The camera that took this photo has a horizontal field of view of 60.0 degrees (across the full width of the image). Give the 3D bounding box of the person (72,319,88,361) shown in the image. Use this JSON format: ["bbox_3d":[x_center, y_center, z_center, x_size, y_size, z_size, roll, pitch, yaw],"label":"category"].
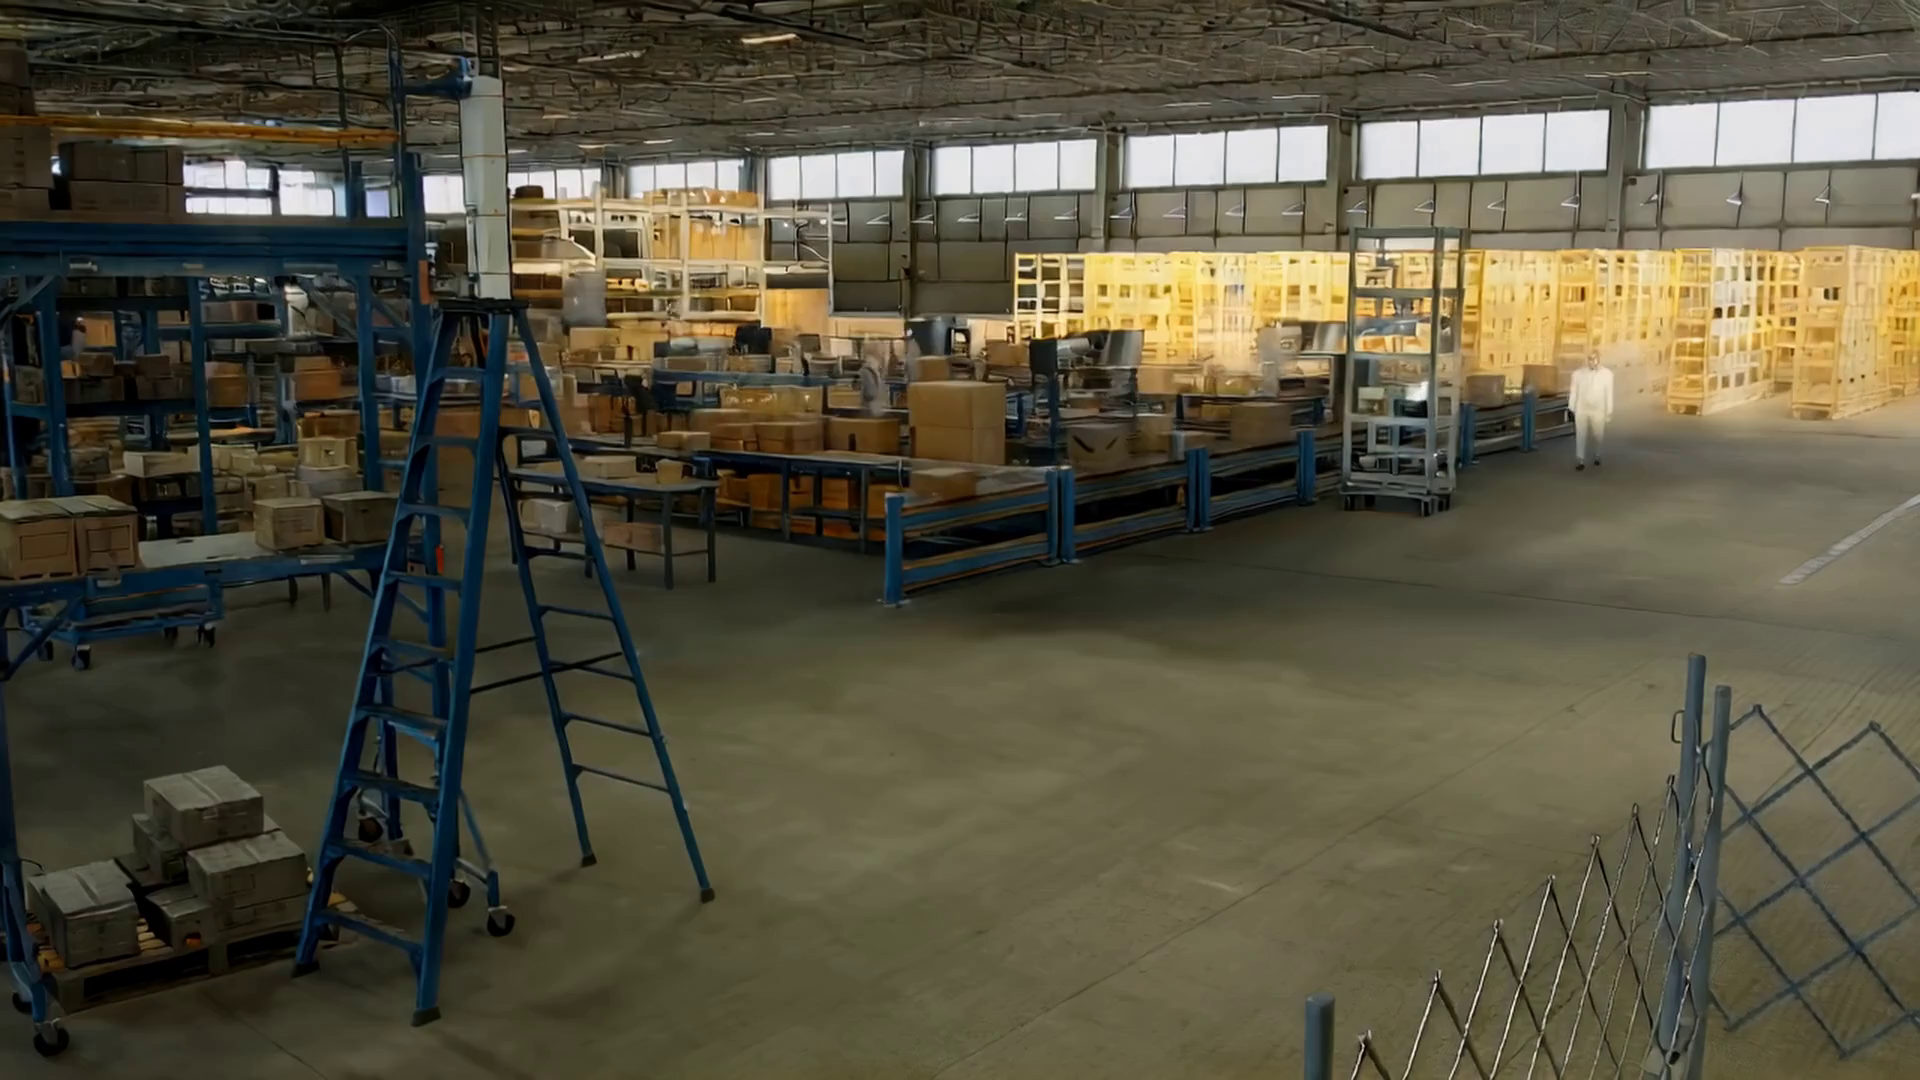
[{"bbox_3d":[-22.467,-4.678,42.350,0.946,1.893,0.547,-2,9,-12],"label":"person"}]

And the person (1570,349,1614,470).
[{"bbox_3d":[9.861,-2.052,25.969,0.649,1.873,0.897,5,10,28],"label":"person"}]

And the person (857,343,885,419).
[{"bbox_3d":[-1.363,-1.905,24.616,0.858,2.019,0.620,4,10,25],"label":"person"}]

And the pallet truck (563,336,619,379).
[{"bbox_3d":[-10.690,-5.294,48.215,1.601,1.201,0.680,-5,10,-26],"label":"pallet truck"}]

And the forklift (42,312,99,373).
[{"bbox_3d":[-23.779,-5.451,44.052,1.873,2.768,1.129,7,11,36],"label":"forklift"}]

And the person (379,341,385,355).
[{"bbox_3d":[-15.388,-4.889,44.307,0.534,1.671,0.760,8,12,40],"label":"person"}]

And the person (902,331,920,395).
[{"bbox_3d":[-1.087,-3.944,38.264,0.918,1.720,0.541,4,10,22],"label":"person"}]

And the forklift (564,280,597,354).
[{"bbox_3d":[-11.986,-6.864,52.871,1.129,2.768,1.873,-3,10,-19],"label":"forklift"}]

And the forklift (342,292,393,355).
[{"bbox_3d":[-16.485,-5.622,45.120,1.129,2.768,1.873,7,11,37],"label":"forklift"}]

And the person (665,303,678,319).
[{"bbox_3d":[-10.500,-7.549,59.963,0.659,1.968,0.774,7,12,39],"label":"person"}]

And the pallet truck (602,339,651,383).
[{"bbox_3d":[-8.991,-4.871,45.351,0.653,1.274,1.630,7,11,37],"label":"pallet truck"}]

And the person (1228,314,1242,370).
[{"bbox_3d":[8.562,-6.143,51.682,0.560,1.814,0.602,6,11,34],"label":"person"}]

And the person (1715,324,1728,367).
[{"bbox_3d":[19.685,-4.783,43.101,0.382,1.845,0.571,7,11,37],"label":"person"}]

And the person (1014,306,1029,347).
[{"bbox_3d":[2.112,-7.116,57.344,0.607,1.947,0.406,-6,11,-35],"label":"person"}]
